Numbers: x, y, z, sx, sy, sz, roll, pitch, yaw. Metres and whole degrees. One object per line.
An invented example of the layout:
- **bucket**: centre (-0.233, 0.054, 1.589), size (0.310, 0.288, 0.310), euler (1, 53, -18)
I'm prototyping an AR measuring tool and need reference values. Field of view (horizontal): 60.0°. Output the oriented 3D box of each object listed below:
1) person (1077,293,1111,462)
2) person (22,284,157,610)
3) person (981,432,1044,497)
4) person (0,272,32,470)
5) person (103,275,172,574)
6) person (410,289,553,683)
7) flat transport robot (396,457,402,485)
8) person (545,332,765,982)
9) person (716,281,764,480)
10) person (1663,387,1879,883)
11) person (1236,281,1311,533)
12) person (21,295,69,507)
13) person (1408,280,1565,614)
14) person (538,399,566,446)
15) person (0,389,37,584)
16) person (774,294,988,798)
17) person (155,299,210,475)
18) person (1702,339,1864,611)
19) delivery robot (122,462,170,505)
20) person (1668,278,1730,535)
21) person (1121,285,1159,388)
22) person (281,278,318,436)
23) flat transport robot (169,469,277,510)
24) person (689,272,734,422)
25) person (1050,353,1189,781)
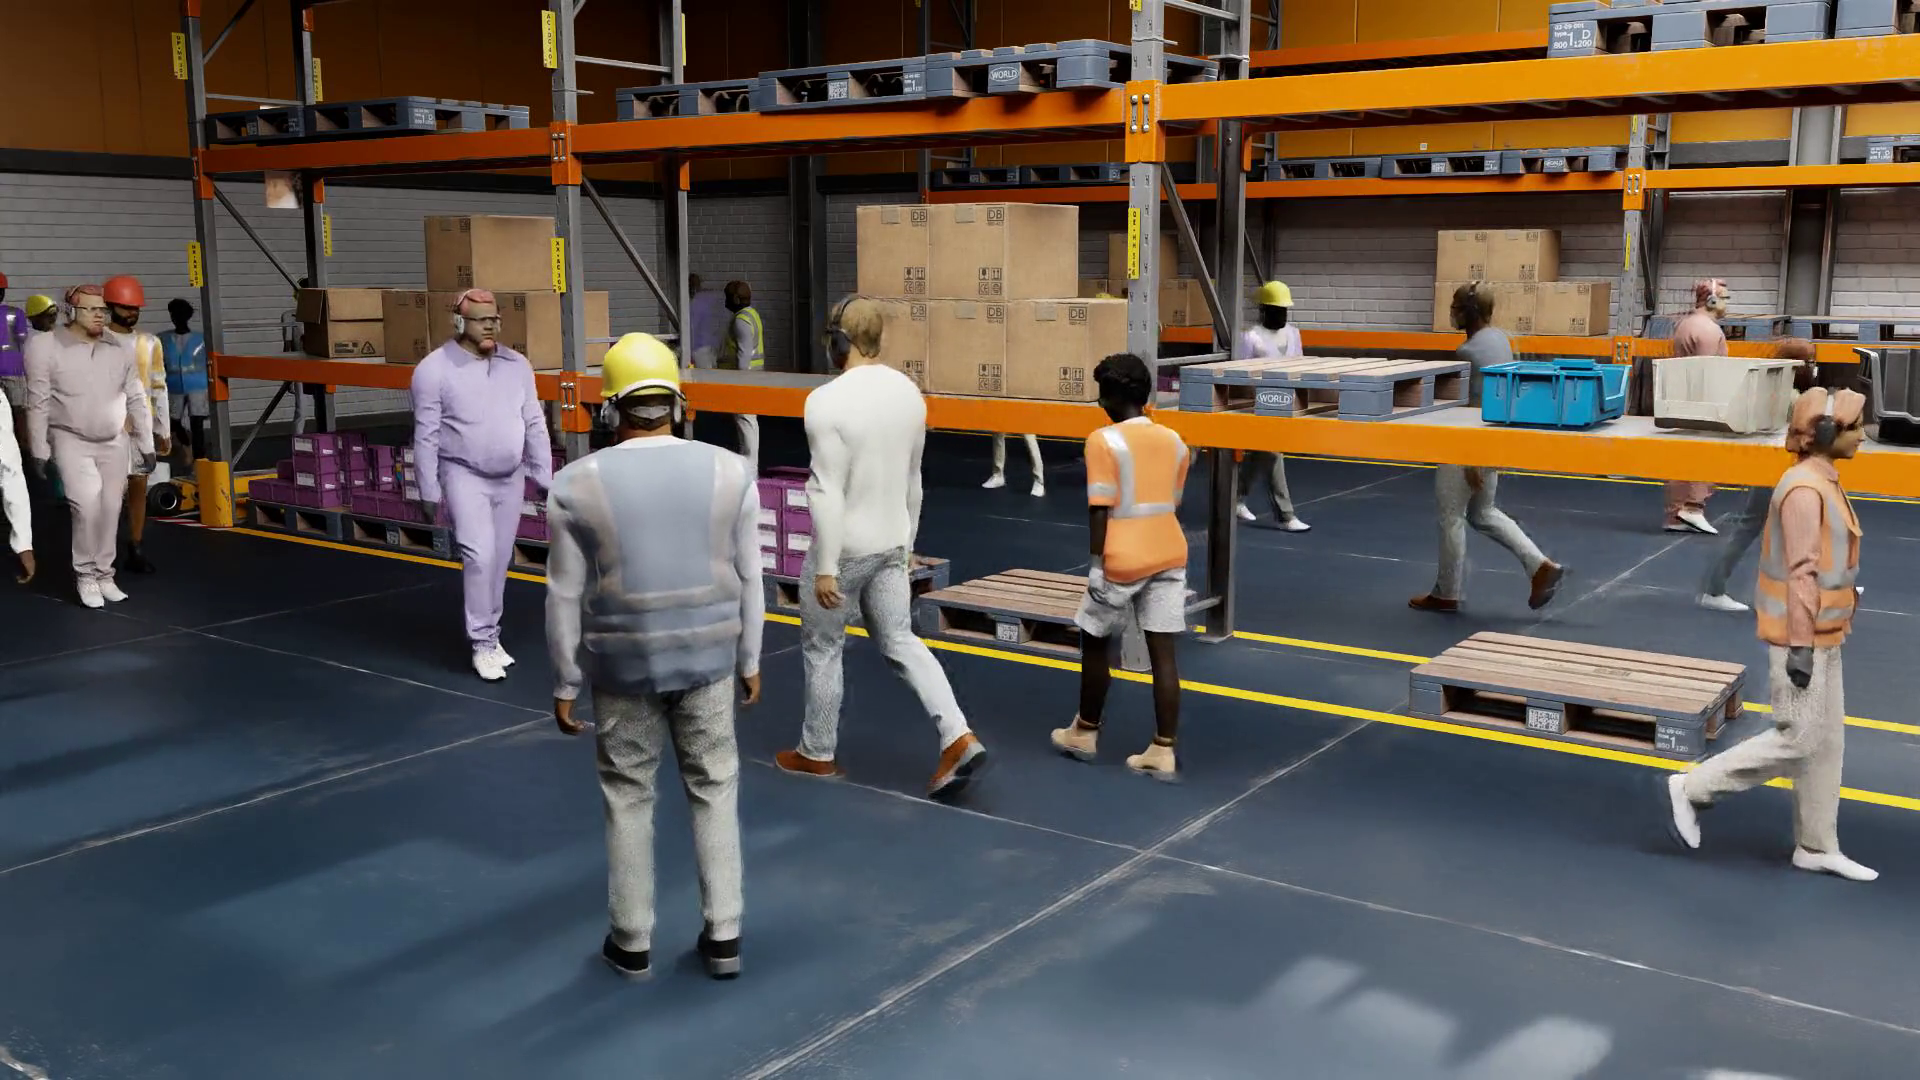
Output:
- **person**: centre (1.489, -1.582, 16.432), size (0.485, 1.715, 0.756), euler (-7, 12, -36)
- **person**: centre (-5.046, -0.542, 9.724), size (0.589, 1.883, 0.673), euler (7, 12, 34)
- **person**: centre (0.508, -1.306, 14.524), size (0.742, 1.819, 0.544), euler (6, 11, 33)
- **person**: centre (-9.237, -1.626, 16.031), size (0.545, 1.938, 0.360), euler (-3, 10, -17)
- **person**: centre (-5.349, -0.721, 10.655), size (0.434, 1.928, 0.597), euler (7, 12, 37)
- **person**: centre (-2.260, -0.266, 8.111), size (0.728, 1.884, 0.648), euler (8, 12, 40)
- **flat transport robot**: centre (-5.025, -0.621, 14.995), size (0.652, 0.197, 1.431), euler (8, 12, 38)
- **person**: centre (-0.842, 0.341, 4.645), size (0.607, 1.828, 0.404), euler (-3, 10, -19)
- **person**: centre (-2.009, -1.442, 15.226), size (0.429, 1.840, 0.635), euler (0, 10, 0)
- **person**: centre (2.705, 0.306, 5.430), size (0.576, 1.619, 0.530), euler (6, 12, 34)
- **person**: centre (2.342, -1.026, 12.661), size (0.603, 1.877, 1.002), euler (-7, 12, -37)
- **person**: centre (-7.435, -1.129, 13.636), size (0.366, 1.748, 0.534), euler (2, 10, 11)
- **person**: centre (2.979, -0.498, 9.375), size (0.764, 1.920, 0.626), euler (8, 12, 38)
- **person**: centre (-3.530, -1.331, 14.235), size (0.666, 1.958, 0.699), euler (-5, 11, -29)
- **person**: centre (-3.881, 0.035, 6.363), size (0.603, 1.854, 0.827), euler (-7, 12, -36)
- **person**: centre (-0.314, 0.032, 6.267), size (0.936, 1.908, 0.641), euler (8, 12, 38)
- **person**: centre (-7.225, -1.418, 15.558), size (0.542, 1.680, 0.563), euler (-2, 10, -9)
- **person**: centre (4.737, -0.354, 9.508), size (0.888, 1.576, 0.501), euler (3, 10, 17)
- **delivery robot**: centre (-6.585, -0.478, 13.025), size (0.477, 0.478, 0.707), euler (6, 11, 32)
- **person**: centre (5.496, -0.972, 12.255), size (0.462, 1.889, 0.678), euler (1, 10, 8)
- **person**: centre (1.473, -1.336, 14.645), size (0.769, 1.817, 0.557), euler (5, 11, 29)
- **person**: centre (-6.350, -1.620, 16.230), size (0.317, 1.860, 0.508), euler (8, 12, 40)
- **flat transport robot**: centre (-6.019, -0.444, 13.942), size (1.431, 0.197, 0.652), euler (-9, 13, -42)
- **person**: centre (-3.198, -2.396, 20.793), size (1.002, 1.893, 0.631), euler (1, 10, 4)
- **person**: centre (0.644, 0.094, 6.601), size (0.544, 1.647, 0.747), euler (-7, 12, -34)
